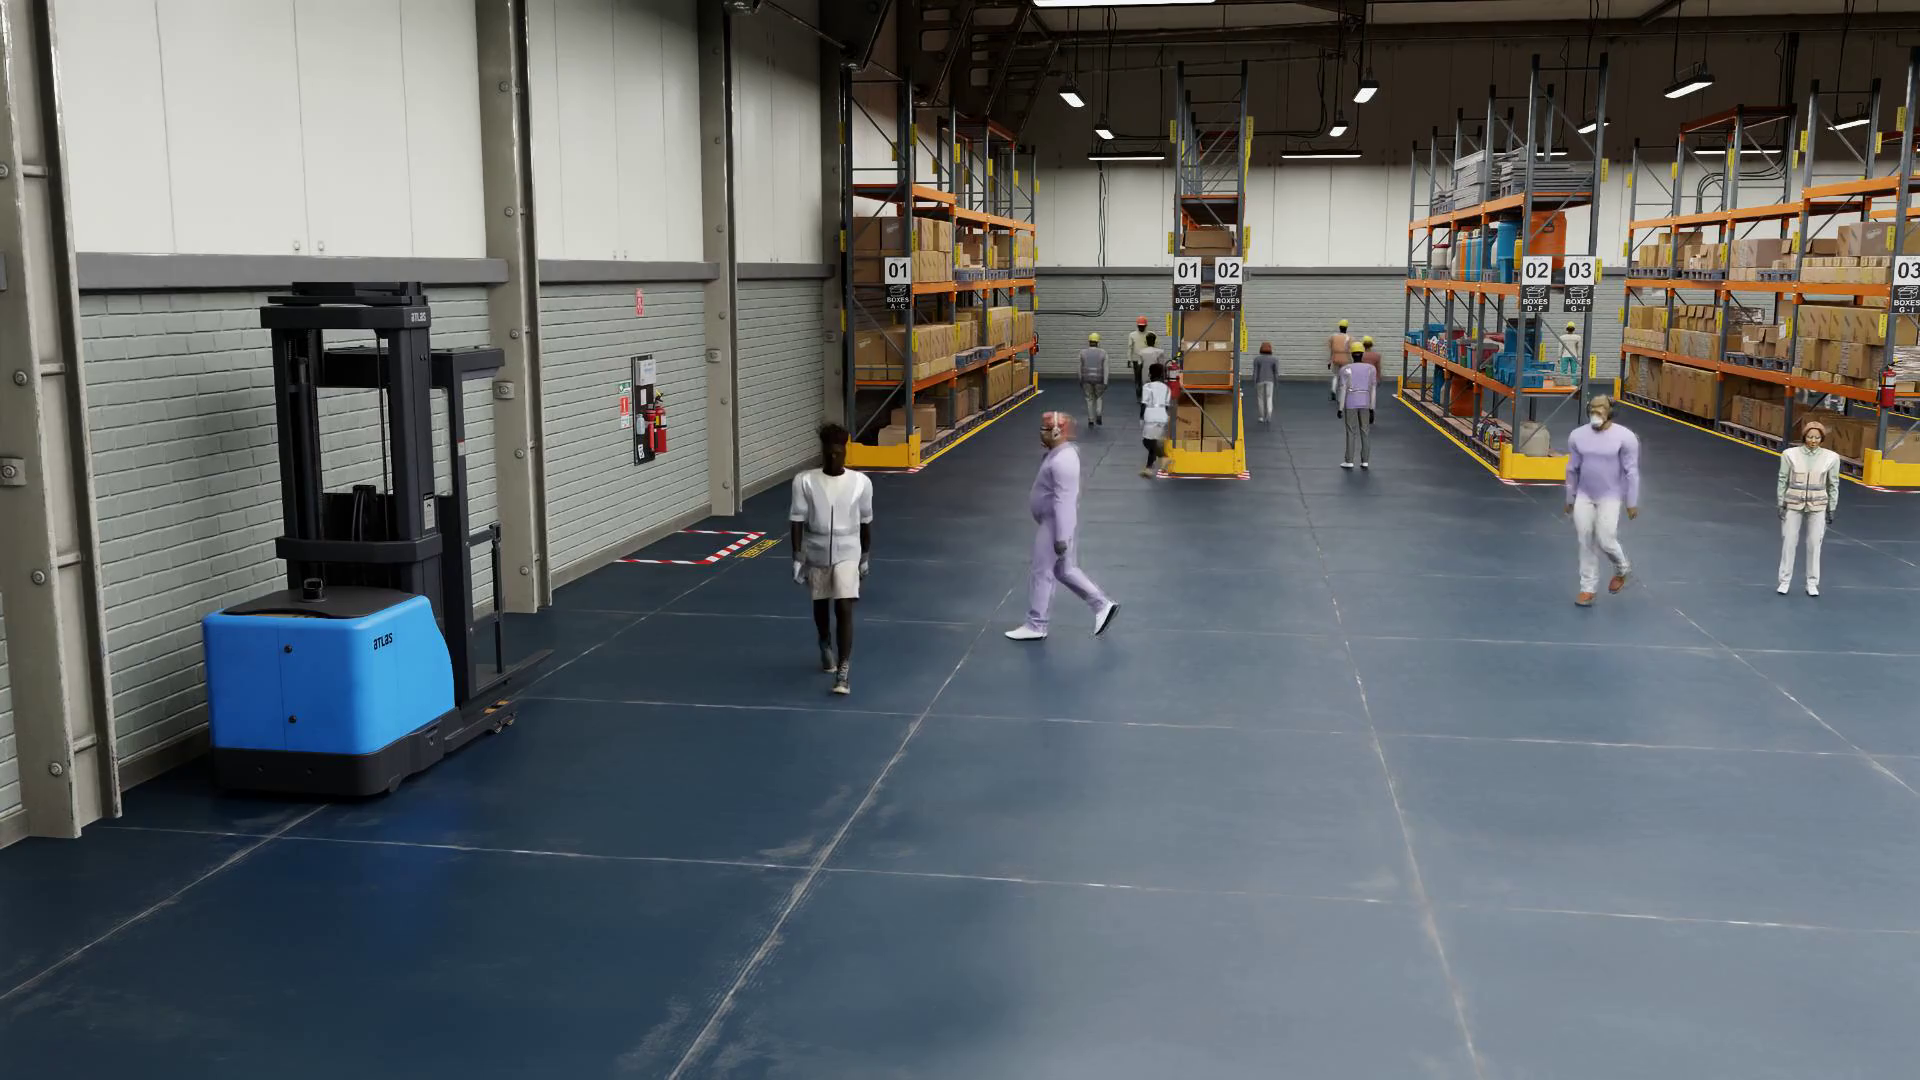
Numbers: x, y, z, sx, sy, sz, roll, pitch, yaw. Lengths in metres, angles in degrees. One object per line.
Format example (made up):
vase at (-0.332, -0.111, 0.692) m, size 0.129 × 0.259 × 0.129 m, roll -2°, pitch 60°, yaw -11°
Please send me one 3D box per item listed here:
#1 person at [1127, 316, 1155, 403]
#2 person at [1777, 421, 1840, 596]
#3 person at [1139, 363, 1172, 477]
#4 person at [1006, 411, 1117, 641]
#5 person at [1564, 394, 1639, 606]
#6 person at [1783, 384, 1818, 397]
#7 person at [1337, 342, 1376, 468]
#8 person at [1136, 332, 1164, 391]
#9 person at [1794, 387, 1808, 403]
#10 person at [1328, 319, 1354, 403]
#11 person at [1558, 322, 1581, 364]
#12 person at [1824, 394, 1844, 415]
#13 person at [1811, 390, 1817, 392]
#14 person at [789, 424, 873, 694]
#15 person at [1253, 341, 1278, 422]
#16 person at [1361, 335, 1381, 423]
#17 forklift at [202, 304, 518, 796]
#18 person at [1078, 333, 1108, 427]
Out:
person at (4.131, -4.117, 37.961) m, size 0.638 × 1.974 × 0.459 m, roll 2°, pitch 10°, yaw 14°
person at (7.853, -0.289, 15.431) m, size 0.514 × 1.629 × 0.323 m, roll 5°, pitch 10°, yaw 26°
person at (2.899, -1.738, 24.253) m, size 0.562 × 1.669 × 0.605 m, roll -7°, pitch 12°, yaw -37°
person at (0.833, -0.115, 13.558) m, size 0.836 × 1.882 × 0.647 m, roll 1°, pitch 9°, yaw 9°
person at (5.811, -0.371, 15.024) m, size 0.577 × 1.920 × 0.646 m, roll -8°, pitch 12°, yaw -42°
person at (20.181, -4.401, 39.929) m, size 0.866 × 1.913 × 0.550 m, roll 8°, pitch 12°, yaw 42°
person at (6.054, -2.057, 25.419) m, size 0.585 × 1.921 × 0.383 m, roll -1°, pitch 9°, yaw -7°
person at (3.609, -3.002, 31.490) m, size 0.549 × 1.835 × 0.858 m, roll 2°, pitch 9°, yaw 10°
person at (17.163, -3.390, 33.823) m, size 0.524 × 1.856 × 0.401 m, roll 2°, pitch 9°, yaw 14°
person at (8.720, -4.093, 38.005) m, size 0.605 × 1.908 × 0.424 m, roll 5°, pitch 11°, yaw 30°
person at (14.876, -4.440, 40.623) m, size 0.524 × 1.759 × 0.337 m, roll 2°, pitch 9°, yaw 12°
person at (18.192, -3.499, 34.430) m, size 0.574 × 1.883 × 0.355 m, roll 2°, pitch 10°, yaw 15°
person at (21.344, -4.490, 41.299) m, size 0.504 × 1.636 × 0.277 m, roll -2°, pitch 9°, yaw -11°
person at (-0.938, 0.093, 12.185) m, size 0.603 × 1.925 × 1.003 m, roll 0°, pitch 9°, yaw -3°
person at (6.075, -3.139, 33.053) m, size 0.504 × 1.608 × 0.664 m, roll 1°, pitch 9°, yaw 5°
person at (8.037, -3.169, 32.812) m, size 0.531 × 1.746 × 0.723 m, roll 1°, pitch 9°, yaw 7°
forklift at (-3.673, -0.038, 10.147) m, size 1.129 × 2.768 × 1.873 m, roll 1°, pitch 9°, yaw 9°
person at (2.575, -3.103, 32.233) m, size 0.588 × 1.807 × 0.556 m, roll 1°, pitch 9°, yaw 4°
